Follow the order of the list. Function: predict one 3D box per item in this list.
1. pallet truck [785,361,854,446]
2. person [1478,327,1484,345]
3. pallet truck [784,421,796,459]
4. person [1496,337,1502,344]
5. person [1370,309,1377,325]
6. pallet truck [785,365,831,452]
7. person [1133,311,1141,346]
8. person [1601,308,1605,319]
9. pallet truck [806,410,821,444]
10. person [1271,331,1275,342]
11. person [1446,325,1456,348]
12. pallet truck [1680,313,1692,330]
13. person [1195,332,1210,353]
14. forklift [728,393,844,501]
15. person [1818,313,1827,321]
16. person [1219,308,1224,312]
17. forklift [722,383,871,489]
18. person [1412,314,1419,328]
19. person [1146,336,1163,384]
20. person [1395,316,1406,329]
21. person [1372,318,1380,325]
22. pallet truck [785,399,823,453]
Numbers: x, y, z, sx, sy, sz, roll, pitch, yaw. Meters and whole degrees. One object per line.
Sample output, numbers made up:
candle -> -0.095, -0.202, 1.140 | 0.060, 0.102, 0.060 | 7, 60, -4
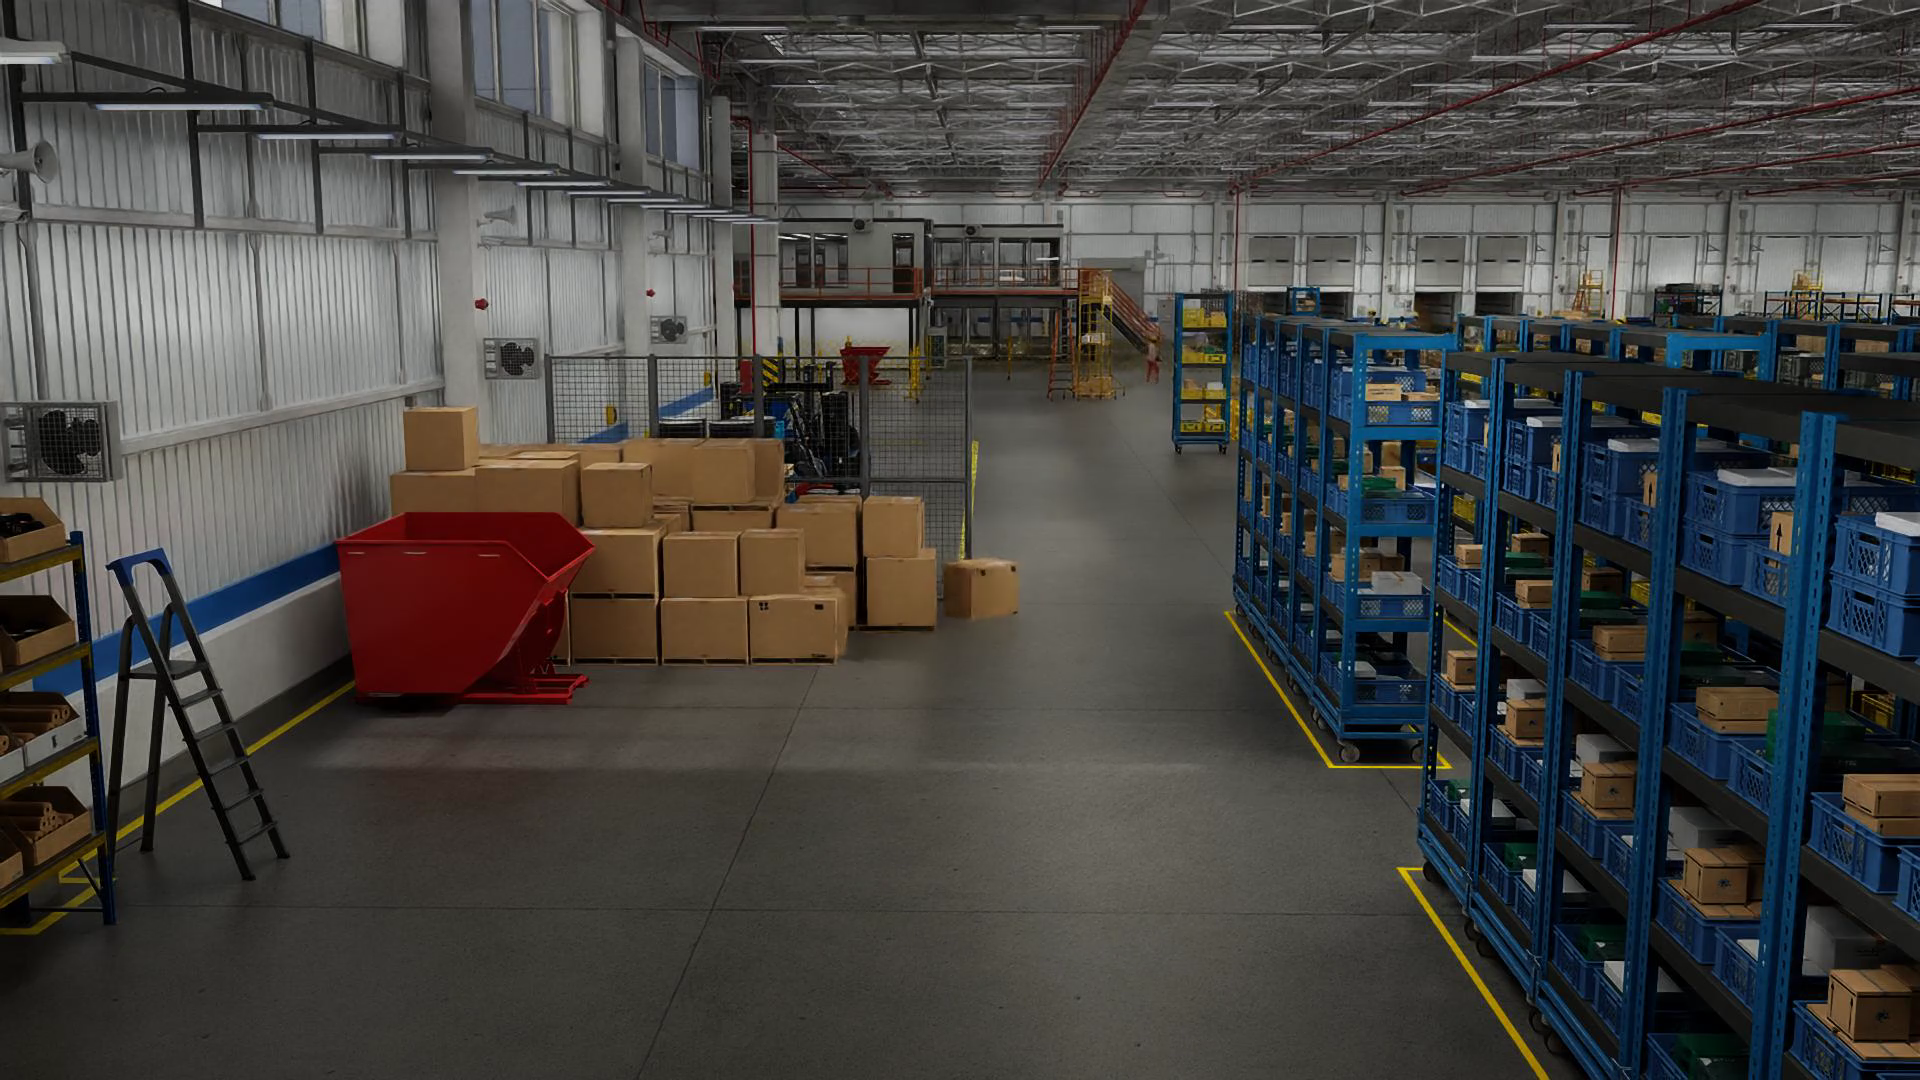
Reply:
pallet truck -> -3.410, -3.193, 38.978 | 1.885, 1.965, 0.823 | 0, 9, -1
person -> 24.238, -9.286, 77.018 | 0.586, 1.848, 0.553 | 1, 9, 8
pallet truck -> -4.013, -1.793, 32.705 | 1.601, 1.201, 0.680 | 0, 9, 1
person -> 18.527, -6.051, 57.139 | 1.011, 1.823, 0.652 | -5, 11, -30
person -> 23.629, -12.297, 95.495 | 0.933, 1.893, 0.599 | 2, 9, 12
pallet truck -> -3.774, -2.976, 37.635 | 1.885, 1.965, 0.823 | 1, 9, 5
person -> 9.598, -11.447, 90.038 | 0.604, 1.949, 0.398 | -8, 12, -39
person -> 36.366, -12.083, 93.823 | 0.375, 1.996, 0.611 | 0, 9, -1
pallet truck -> -3.559, -2.018, 33.905 | 1.522, 1.261, 0.704 | 0, 9, -1
person -> 13.371, -8.298, 70.544 | 1.080, 1.993, 0.610 | 8, 12, 39
person -> 19.082, -7.451, 65.108 | 1.048, 2.000, 0.685 | 2, 9, 12
pallet truck -> 36.315, -10.531, 84.244 | 0.823, 1.965, 1.885 | -6, 11, -33
person -> 10.309, -8.288, 70.794 | 1.002, 1.873, 0.594 | -7, 11, -36
forklift -> -2.979, -1.316, 26.476 | 2.680, 1.987, 1.157 | 0, 9, 1
person -> 45.980, -11.171, 88.729 | 0.972, 1.831, 0.607 | -2, 9, -11
person -> 15.156, -12.472, 96.279 | 0.640, 1.963, 0.752 | -7, 11, -36
forklift -> -2.893, -1.687, 28.729 | 2.680, 1.987, 1.157 | 0, 9, -1
person -> 25.150, -11.581, 91.497 | 0.838, 1.729, 0.552 | 0, 9, -2
person -> 7.059, -6.496, 60.152 | 0.718, 1.743, 0.527 | -3, 10, -18
person -> 22.506, -10.563, 85.079 | 0.640, 1.804, 0.919 | -4, 10, -21
person -> 21.396, -10.588, 85.605 | 0.614, 1.675, 0.327 | -3, 10, -17
pallet truck -> -3.814, -2.432, 36.419 | 1.630, 1.274, 0.653 | 0, 9, 1
